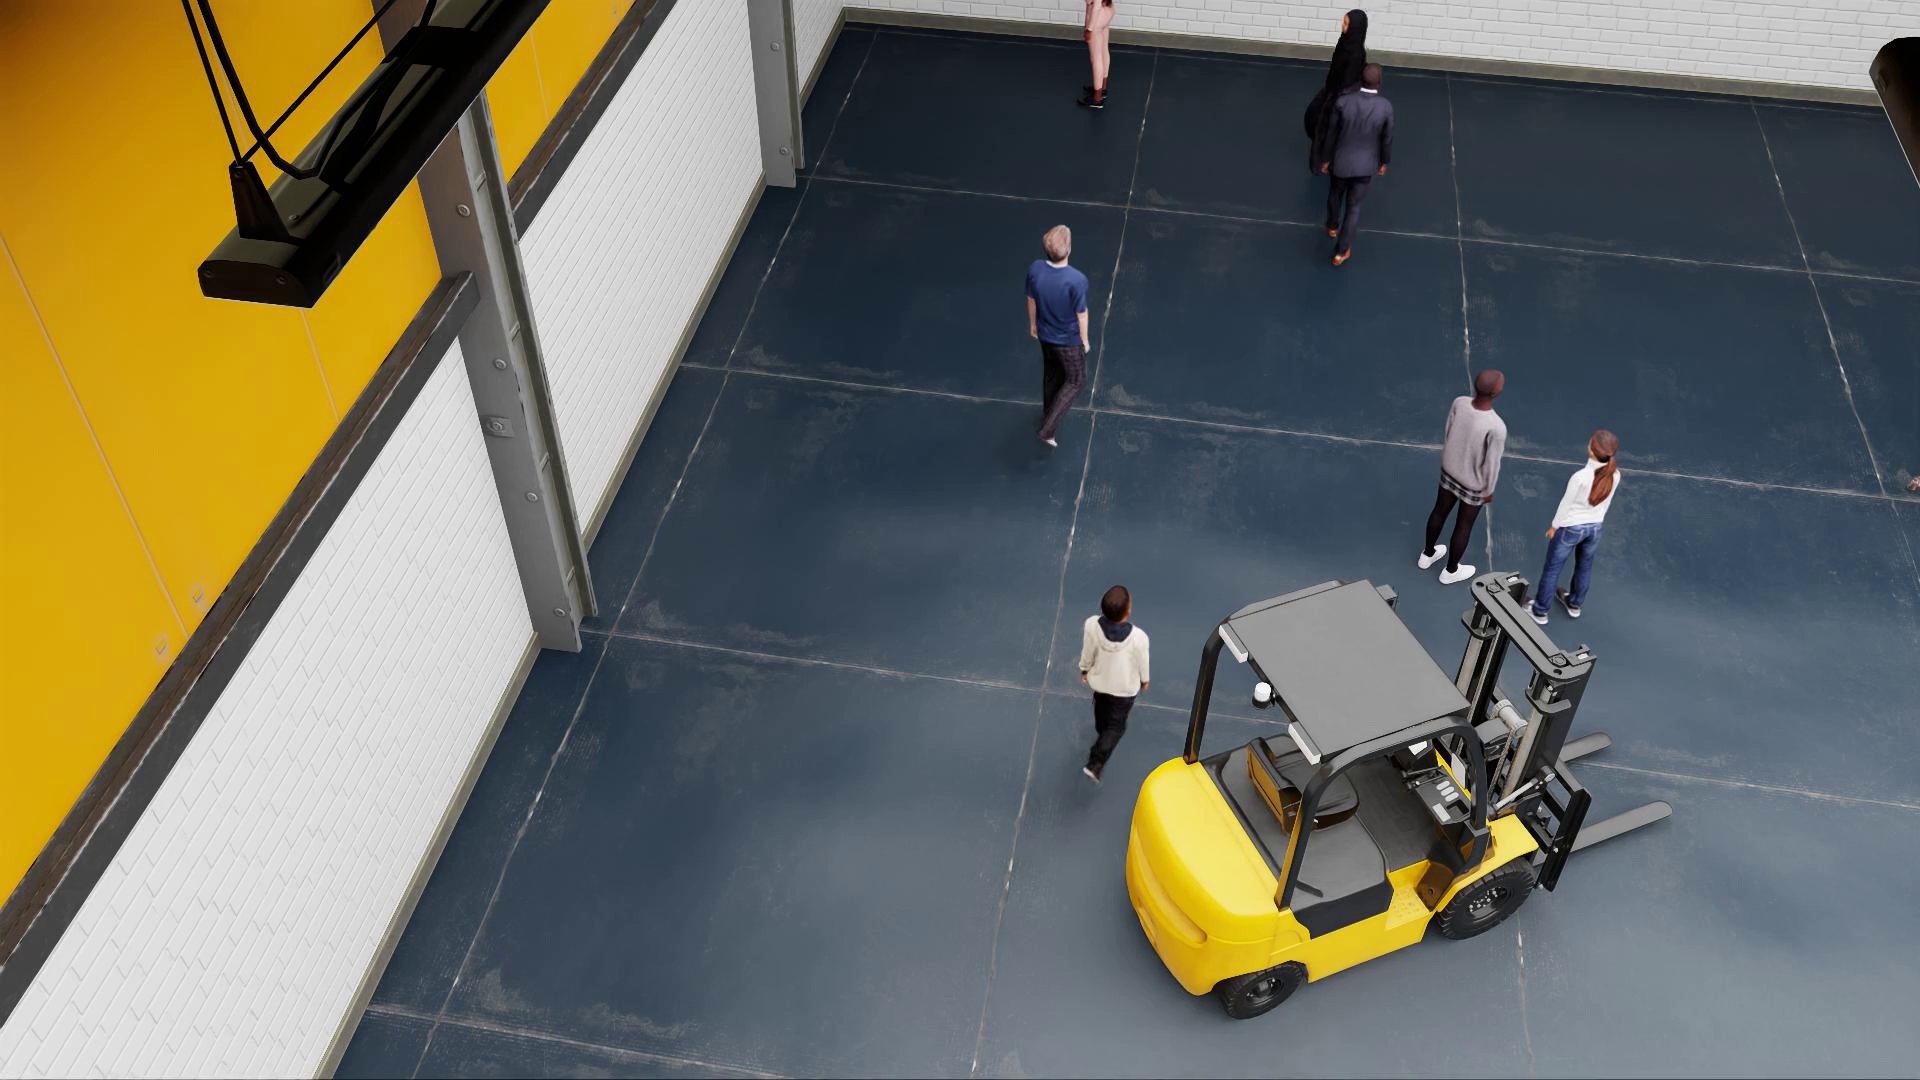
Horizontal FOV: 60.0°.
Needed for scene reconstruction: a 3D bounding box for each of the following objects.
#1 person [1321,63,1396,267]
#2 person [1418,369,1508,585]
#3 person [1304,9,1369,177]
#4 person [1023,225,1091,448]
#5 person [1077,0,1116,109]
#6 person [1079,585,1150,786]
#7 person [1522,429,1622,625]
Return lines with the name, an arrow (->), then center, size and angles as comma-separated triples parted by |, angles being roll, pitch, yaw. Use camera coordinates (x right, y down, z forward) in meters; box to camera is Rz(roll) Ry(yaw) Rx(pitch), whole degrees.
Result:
person -> 3.328, -3.144, 14.124 | 0.825, 1.799, 0.998 | 15, 46, 15
person -> 3.427, -0.441, 11.308 | 0.751, 1.771, 0.684 | -24, 49, -23
person -> 3.575, -4.106, 15.273 | 0.792, 1.607, 0.800 | -6, 44, -6
person -> 0.723, -1.474, 12.329 | 0.899, 1.857, 1.027 | 27, 50, 25
person -> 1.360, -5.065, 16.197 | 0.715, 1.721, 0.532 | 15, 46, 15
person -> 0.912, 0.892, 10.149 | 0.798, 1.439, 0.975 | 23, 48, 23
person -> 4.129, -0.080, 11.089 | 0.625, 1.550, 0.634 | -10, 44, -10
